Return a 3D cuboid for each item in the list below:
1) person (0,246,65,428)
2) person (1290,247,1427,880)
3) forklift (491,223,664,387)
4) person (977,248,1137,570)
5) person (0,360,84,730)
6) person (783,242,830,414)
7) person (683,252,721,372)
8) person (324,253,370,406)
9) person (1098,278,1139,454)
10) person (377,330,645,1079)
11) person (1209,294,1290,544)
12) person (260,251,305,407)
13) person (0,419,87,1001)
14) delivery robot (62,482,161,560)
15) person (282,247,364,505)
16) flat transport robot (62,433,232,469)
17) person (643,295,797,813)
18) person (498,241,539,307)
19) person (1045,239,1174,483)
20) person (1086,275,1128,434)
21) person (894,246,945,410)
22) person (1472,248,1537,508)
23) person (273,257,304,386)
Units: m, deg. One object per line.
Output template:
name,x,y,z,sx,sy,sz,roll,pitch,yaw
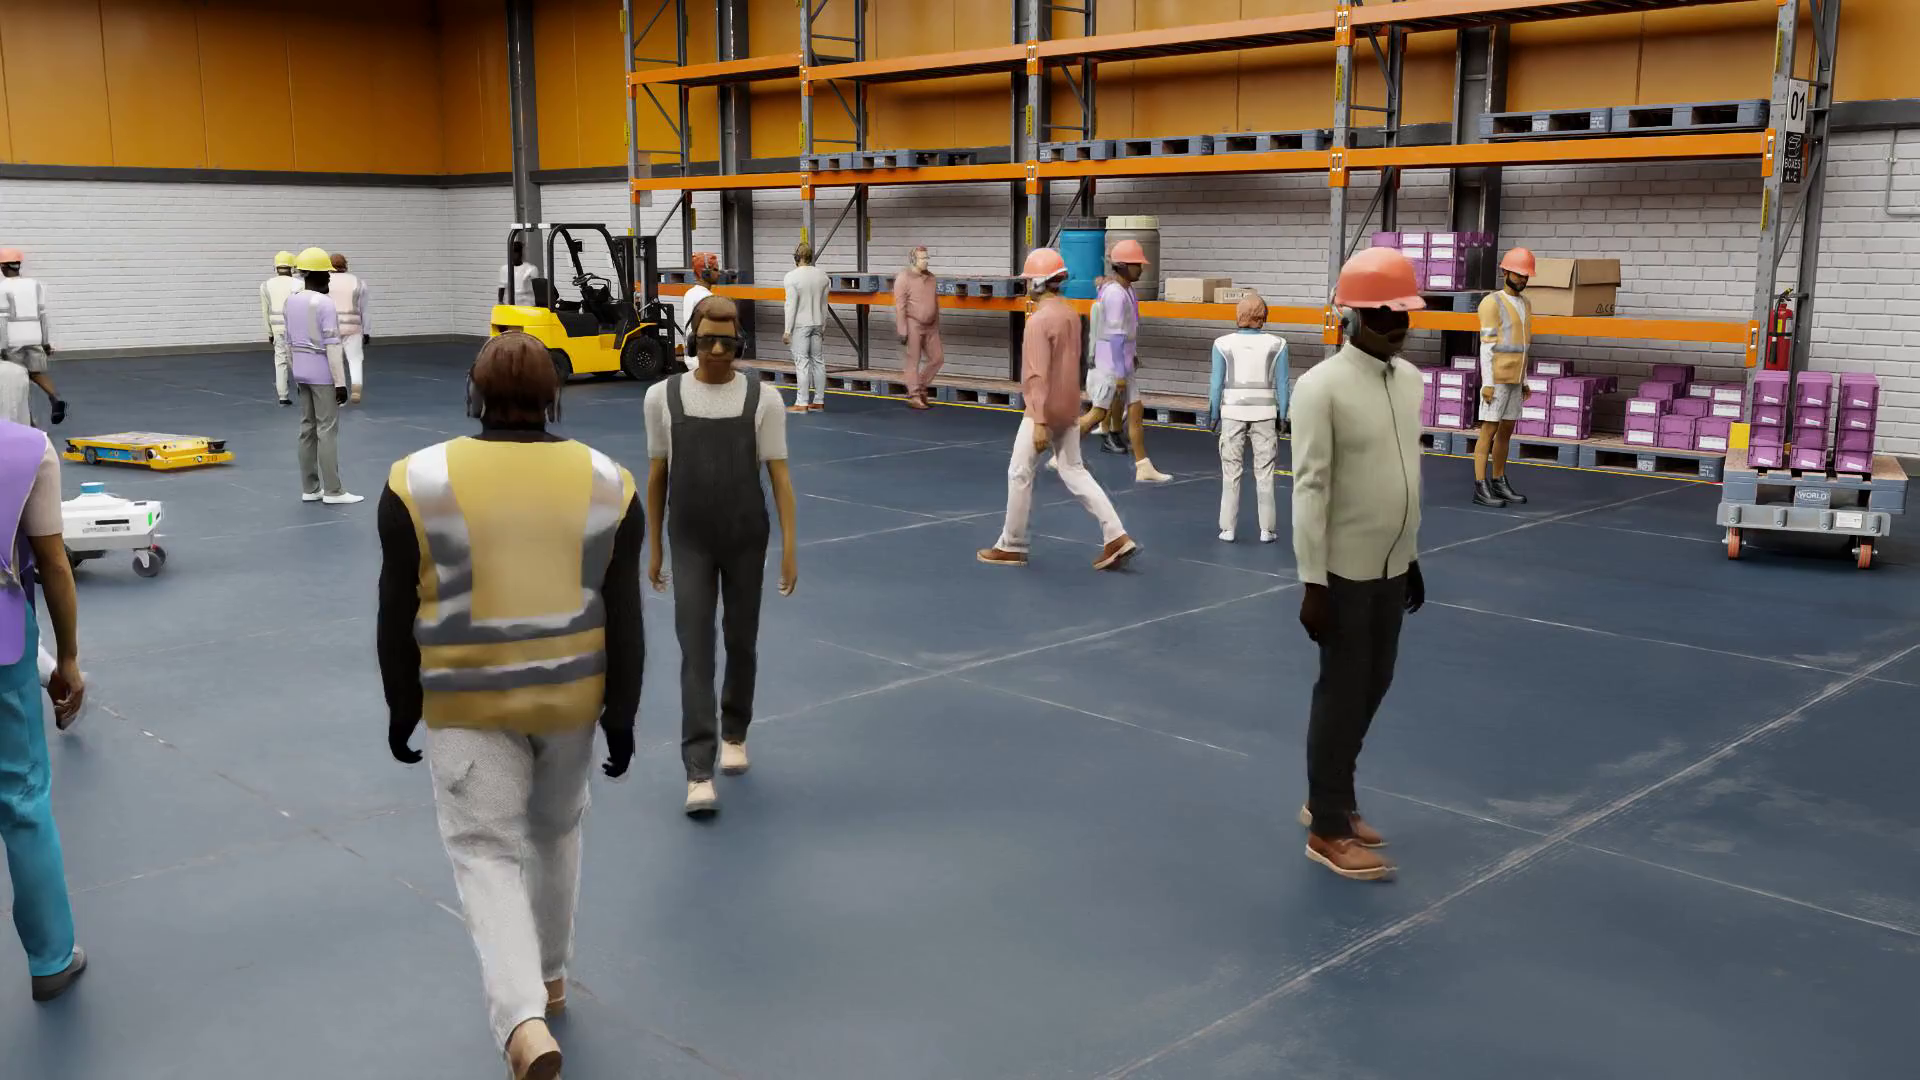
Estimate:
person,-9.664,-2.077,17.213,0.646,1.915,0.567,6,12,28
person,1.281,0.074,5.350,0.632,1.993,0.476,-9,14,-41
forklift,-5.316,-3.263,22.920,2.313,2.155,1.214,-10,14,-44
person,0.609,-0.780,10.046,0.989,1.959,0.637,6,12,30
person,-3.921,-0.114,6.740,0.805,1.844,0.503,4,11,21
person,-1.763,-2.407,18.949,0.373,1.940,0.627,10,14,42
person,-2.112,-1.447,13.865,0.348,1.882,0.584,-5,12,-27
person,-7.266,-2.461,19.562,0.637,1.820,0.662,-5,11,-23
person,1.518,-1.770,15.505,0.375,1.927,0.543,7,12,32
person,-1.051,0.403,4.004,0.618,1.806,0.886,-5,12,-27
person,1.898,-0.788,10.940,0.523,1.638,0.310,1,10,8
person,-7.892,-2.475,19.608,0.588,1.832,0.404,1,10,3
person,-2.583,0.328,4.285,0.569,1.844,0.377,-6,12,-28
delivery robot,-5.140,-0.098,9.877,0.707,0.478,0.477,-3,11,-18
person,-4.830,-1.228,12.546,0.585,1.929,0.371,7,13,34
flat transport robot,-7.234,-0.807,14.774,1.431,0.197,0.652,6,12,28
person,-0.861,0.031,6.006,0.534,1.810,0.797,-2,11,-9
person,-6.725,-3.569,25.327,0.612,1.925,0.745,2,11,13
person,1.199,-1.439,13.542,1.032,2.002,0.622,2,11,11
person,1.501,-1.843,16.723,0.453,1.622,0.532,8,13,38
person,-0.456,-2.455,19.314,0.670,1.895,0.433,-9,14,-42
person,4.102,-1.211,12.455,0.542,1.929,0.374,-8,13,-38
person,-8.852,-2.910,22.112,0.941,1.787,0.617,8,13,38
